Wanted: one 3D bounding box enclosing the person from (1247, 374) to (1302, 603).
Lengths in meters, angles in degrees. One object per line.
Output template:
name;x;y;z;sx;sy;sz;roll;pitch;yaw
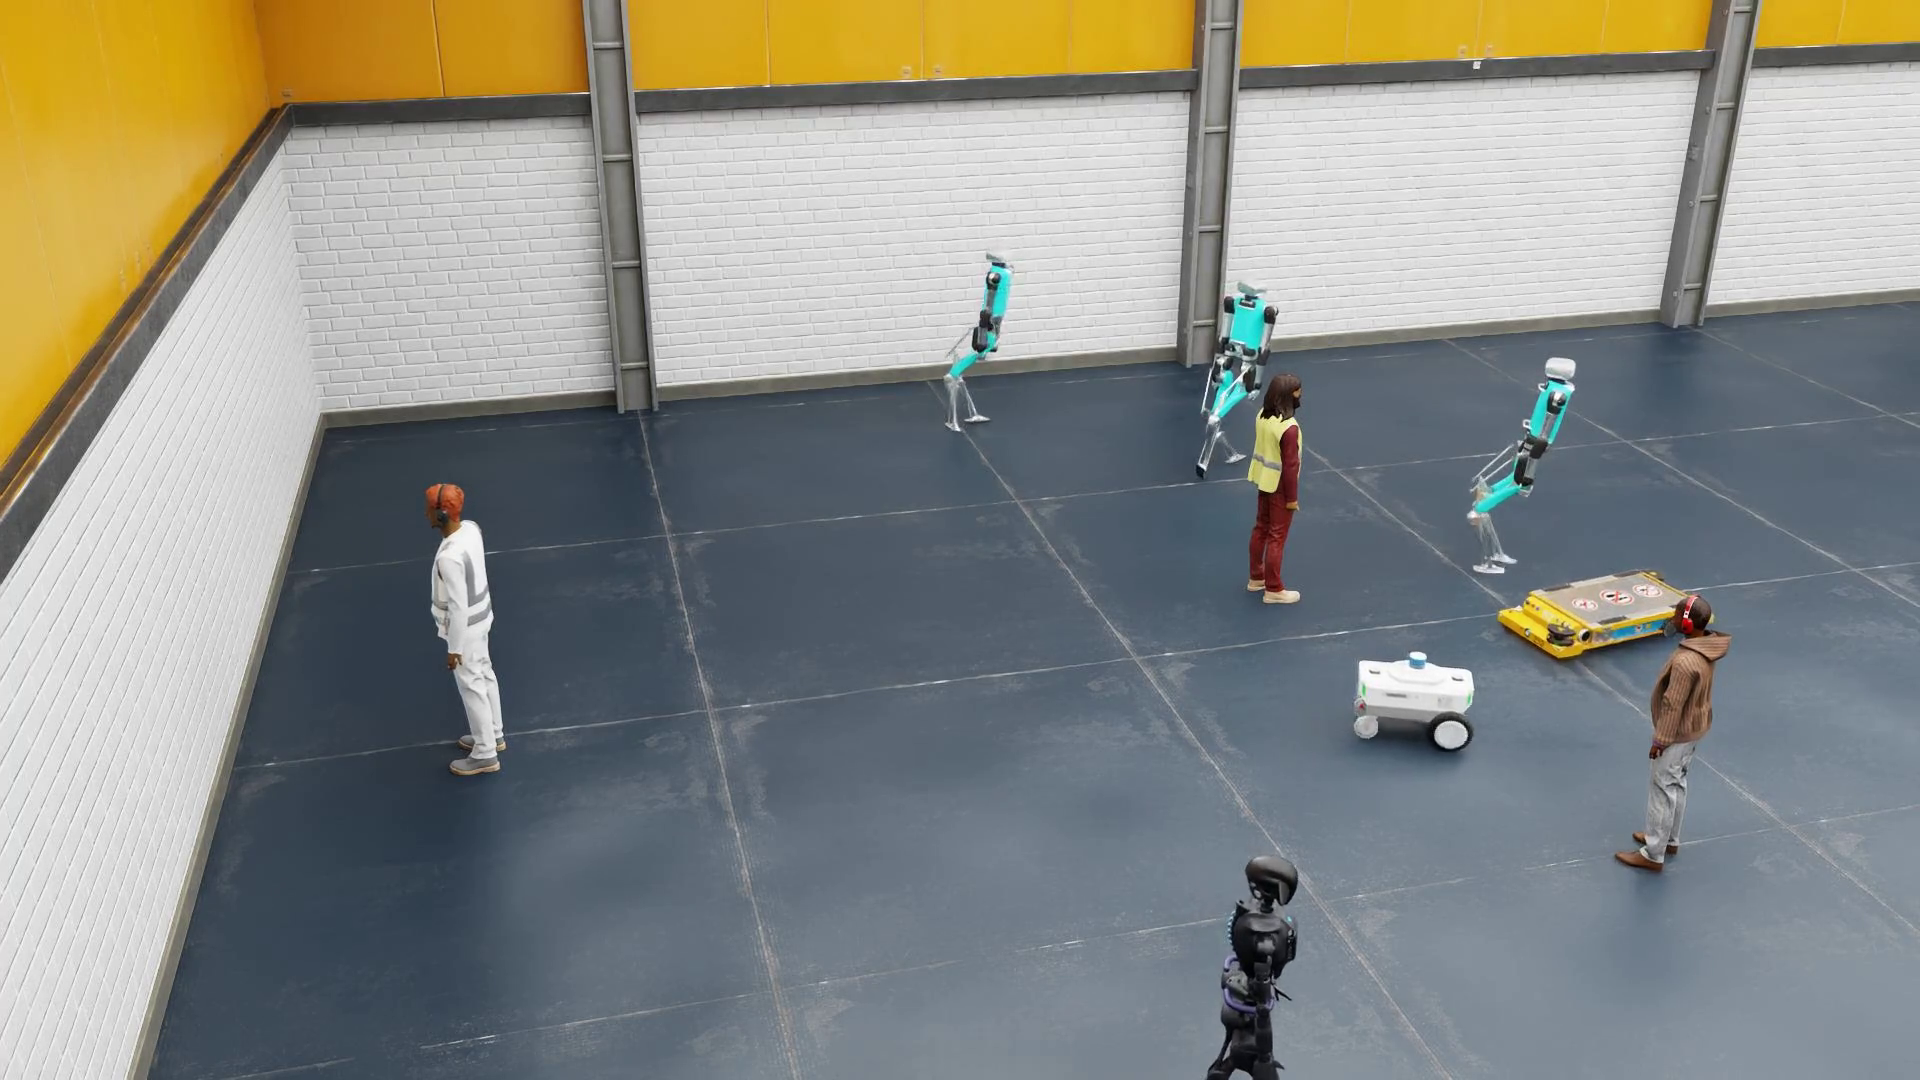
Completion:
person;2.347;-0.383;12.371;0.378;1.768;0.470;-8;25;-18

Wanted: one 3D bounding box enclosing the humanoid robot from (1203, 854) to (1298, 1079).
humanoid robot;1.285;2.010;7.110;0.786;1.629;0.599;3;24;7

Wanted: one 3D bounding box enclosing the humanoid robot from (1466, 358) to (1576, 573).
humanoid robot;4.231;-0.574;12.836;0.782;1.751;0.530;7;25;16

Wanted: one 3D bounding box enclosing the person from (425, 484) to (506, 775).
person;-3.025;0.537;10.137;0.343;1.882;0.585;-1;24;-2

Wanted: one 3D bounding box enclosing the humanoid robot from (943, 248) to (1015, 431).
humanoid robot;0.096;-1.923;15.919;0.822;1.782;0.610;8;25;18

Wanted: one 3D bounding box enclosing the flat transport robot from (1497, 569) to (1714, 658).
flat transport robot;4.726;0.531;12.153;1.431;0.231;0.659;-9;25;-20

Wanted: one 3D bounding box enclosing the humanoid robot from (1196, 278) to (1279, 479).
humanoid robot;2.304;-1.367;14.710;0.551;1.759;1.041;20;31;38

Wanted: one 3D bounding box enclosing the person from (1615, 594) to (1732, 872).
person;3.980;1.066;9.232;0.334;1.642;0.473;17;29;34

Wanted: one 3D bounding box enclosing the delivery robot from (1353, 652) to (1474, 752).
delivery robot;2.941;1.020;10.713;0.815;0.614;0.499;4;24;10
